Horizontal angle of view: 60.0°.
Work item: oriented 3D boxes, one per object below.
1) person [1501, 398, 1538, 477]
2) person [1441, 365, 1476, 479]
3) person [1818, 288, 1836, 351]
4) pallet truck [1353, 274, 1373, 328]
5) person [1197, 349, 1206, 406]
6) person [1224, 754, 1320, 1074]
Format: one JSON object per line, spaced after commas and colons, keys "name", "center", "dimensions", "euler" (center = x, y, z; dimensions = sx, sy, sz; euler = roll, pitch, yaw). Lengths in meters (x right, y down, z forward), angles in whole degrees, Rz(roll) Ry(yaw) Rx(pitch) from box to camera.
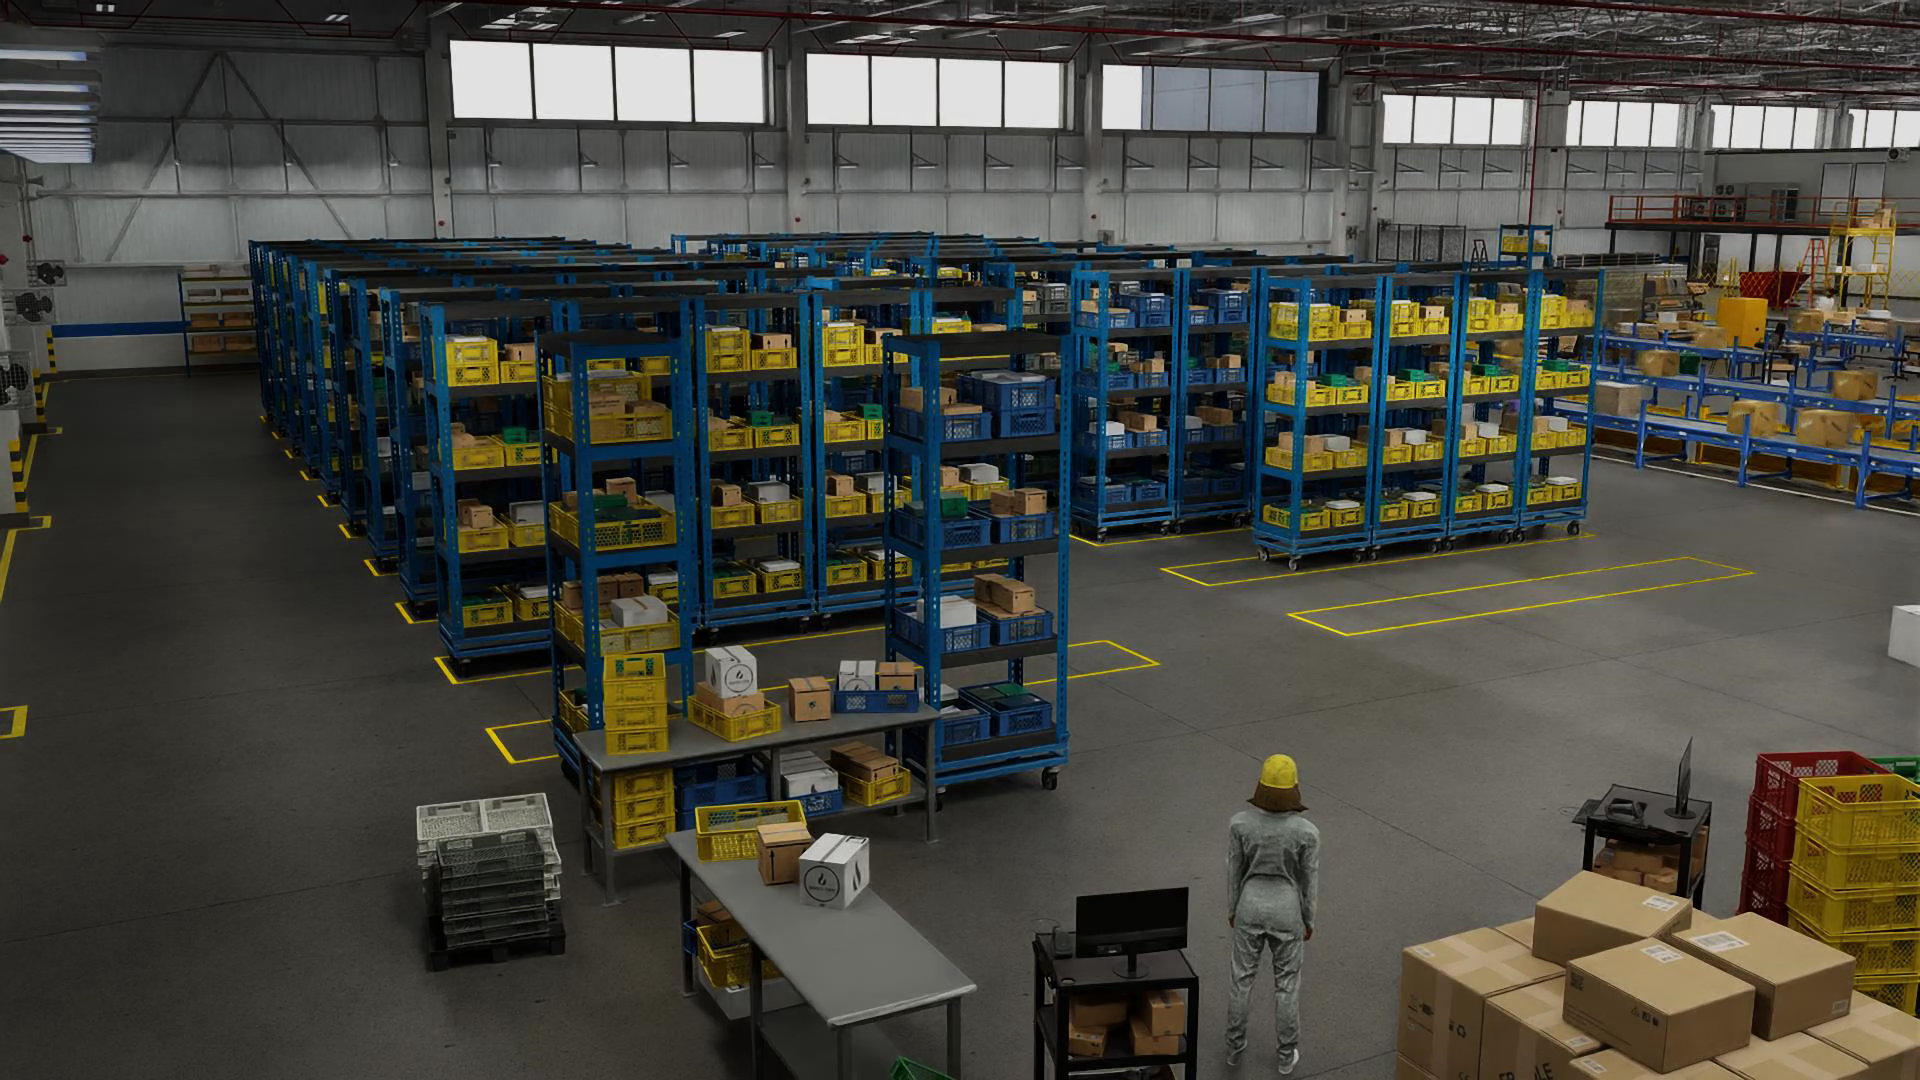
{"name": "person", "center": [9.052, -1.887, 26.890], "dimensions": [0.616, 1.806, 0.513], "euler": [0, 12, 1]}
{"name": "person", "center": [8.100, -1.937, 26.995], "dimensions": [0.641, 1.861, 0.995], "euler": [-1, 12, -7]}
{"name": "person", "center": [24.655, -6.272, 47.379], "dimensions": [0.563, 1.805, 0.988], "euler": [-6, 13, -26]}
{"name": "pallet truck", "center": [13.011, -8.050, 55.243], "dimensions": [0.823, 1.965, 1.885], "euler": [-7, 14, -28]}
{"name": "person", "center": [4.761, -3.126, 32.345], "dimensions": [0.641, 1.952, 1.018], "euler": [-4, 13, -16]}
{"name": "person", "center": [1.665, 1.989, 8.913], "dimensions": [0.485, 1.735, 0.347], "euler": [4, 13, 17]}
